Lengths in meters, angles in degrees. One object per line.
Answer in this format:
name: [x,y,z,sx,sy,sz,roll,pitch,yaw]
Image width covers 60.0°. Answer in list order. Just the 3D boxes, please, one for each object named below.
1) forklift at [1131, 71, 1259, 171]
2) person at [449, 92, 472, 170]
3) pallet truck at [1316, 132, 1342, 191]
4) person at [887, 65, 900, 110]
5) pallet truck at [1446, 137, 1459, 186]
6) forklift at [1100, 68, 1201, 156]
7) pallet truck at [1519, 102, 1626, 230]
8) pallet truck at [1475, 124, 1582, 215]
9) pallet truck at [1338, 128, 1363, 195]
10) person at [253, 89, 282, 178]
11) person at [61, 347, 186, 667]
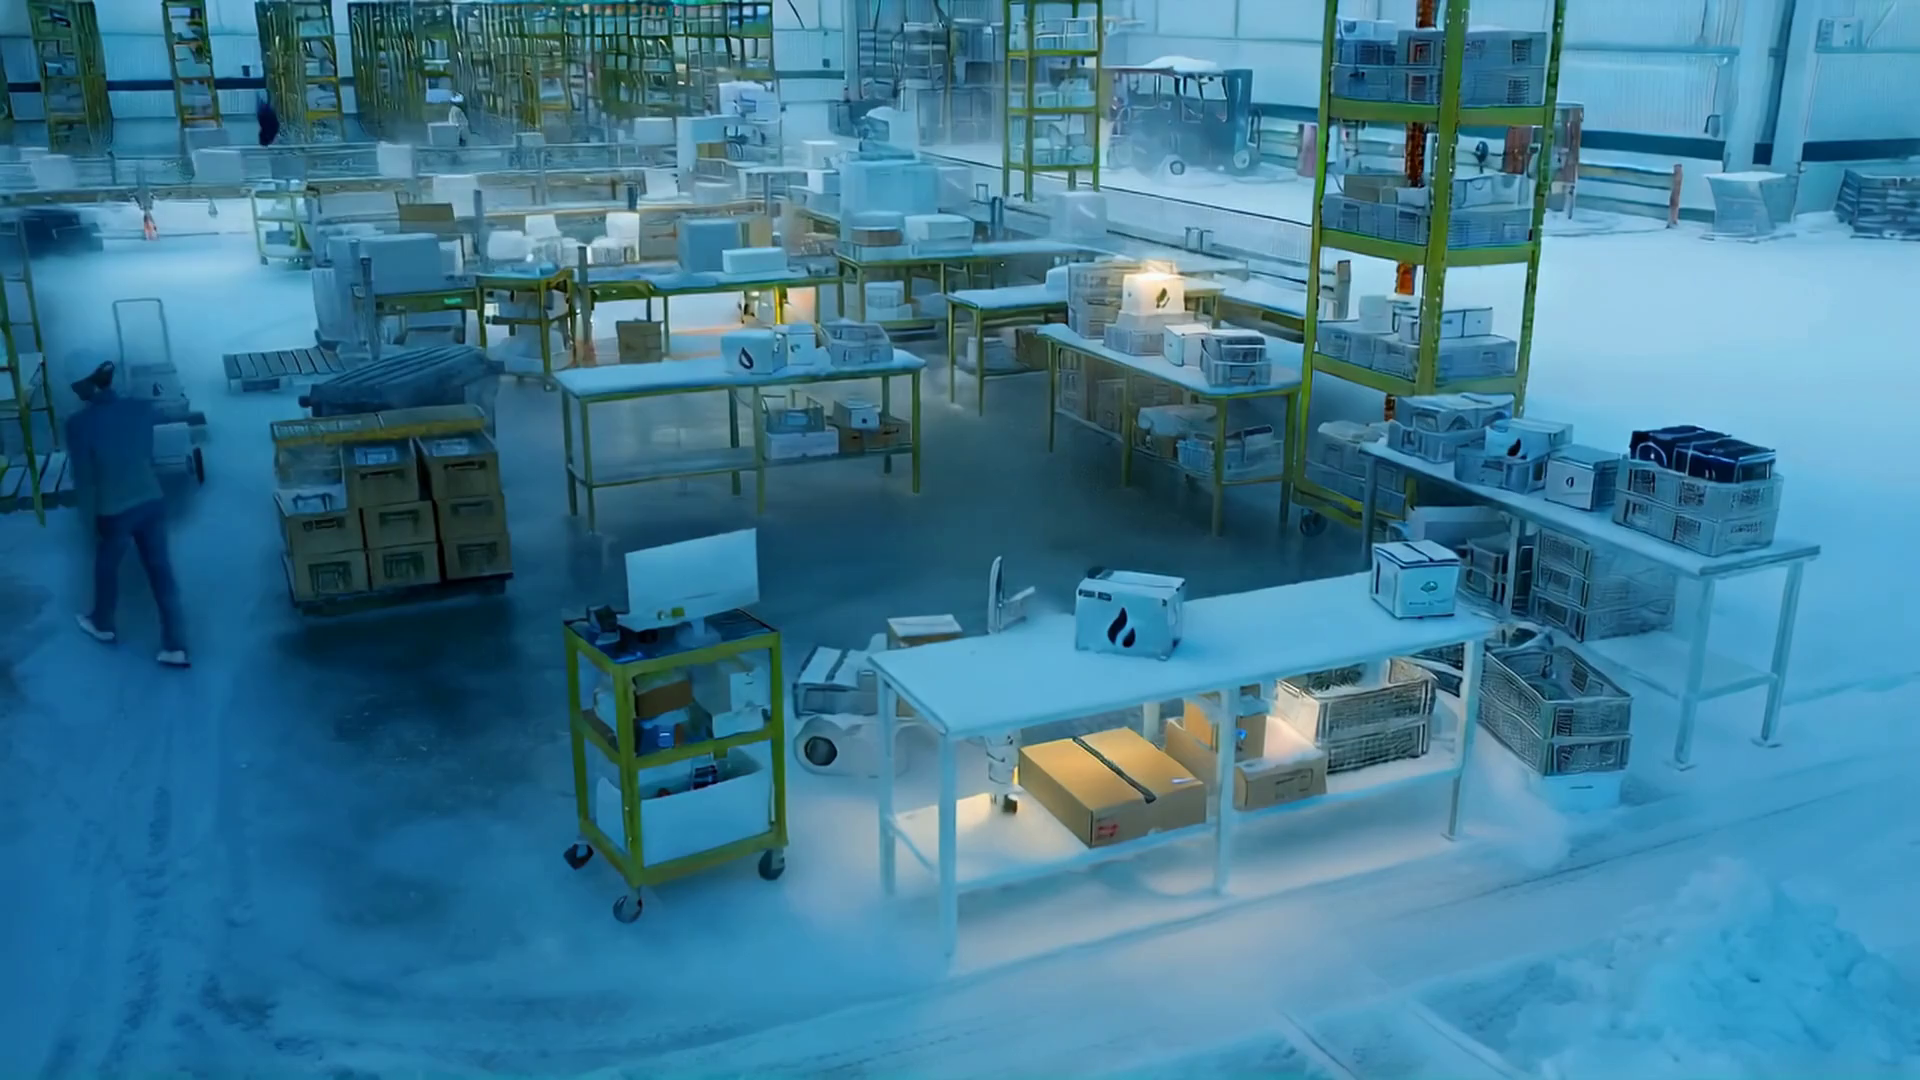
forklift: [4.998,-8.936,35.413,2.680,1.987,1.157,-9,20,-25]
person: [-10.158,-8.181,33.830,0.427,1.815,0.613,-9,20,-25]
pallet truck: [7.723,-7.504,32.656,1.601,1.201,0.680,-8,19,-23]
person: [-1.959,-13.407,50.248,0.571,1.843,0.373,-17,24,-42]
pallet truck: [9.184,-6.485,29.328,1.630,1.274,0.653,-8,19,-23]
forklift: [4.082,-9.564,37.410,2.680,1.987,1.157,-8,19,-23]
pallet truck: [9.972,-6.037,26.785,1.885,1.965,0.823,-9,20,-25]
pallet truck: [9.707,-6.455,28.103,1.885,1.965,0.823,-7,19,-20]
pallet truck: [7.845,-7.140,31.411,1.522,1.261,0.704,-9,20,-25]
person: [-14.049,-8.243,33.968,1.008,1.849,0.663,-5,18,-14]
person: [-4.466,-0.184,8.827,0.947,1.695,0.511,13,22,35]
